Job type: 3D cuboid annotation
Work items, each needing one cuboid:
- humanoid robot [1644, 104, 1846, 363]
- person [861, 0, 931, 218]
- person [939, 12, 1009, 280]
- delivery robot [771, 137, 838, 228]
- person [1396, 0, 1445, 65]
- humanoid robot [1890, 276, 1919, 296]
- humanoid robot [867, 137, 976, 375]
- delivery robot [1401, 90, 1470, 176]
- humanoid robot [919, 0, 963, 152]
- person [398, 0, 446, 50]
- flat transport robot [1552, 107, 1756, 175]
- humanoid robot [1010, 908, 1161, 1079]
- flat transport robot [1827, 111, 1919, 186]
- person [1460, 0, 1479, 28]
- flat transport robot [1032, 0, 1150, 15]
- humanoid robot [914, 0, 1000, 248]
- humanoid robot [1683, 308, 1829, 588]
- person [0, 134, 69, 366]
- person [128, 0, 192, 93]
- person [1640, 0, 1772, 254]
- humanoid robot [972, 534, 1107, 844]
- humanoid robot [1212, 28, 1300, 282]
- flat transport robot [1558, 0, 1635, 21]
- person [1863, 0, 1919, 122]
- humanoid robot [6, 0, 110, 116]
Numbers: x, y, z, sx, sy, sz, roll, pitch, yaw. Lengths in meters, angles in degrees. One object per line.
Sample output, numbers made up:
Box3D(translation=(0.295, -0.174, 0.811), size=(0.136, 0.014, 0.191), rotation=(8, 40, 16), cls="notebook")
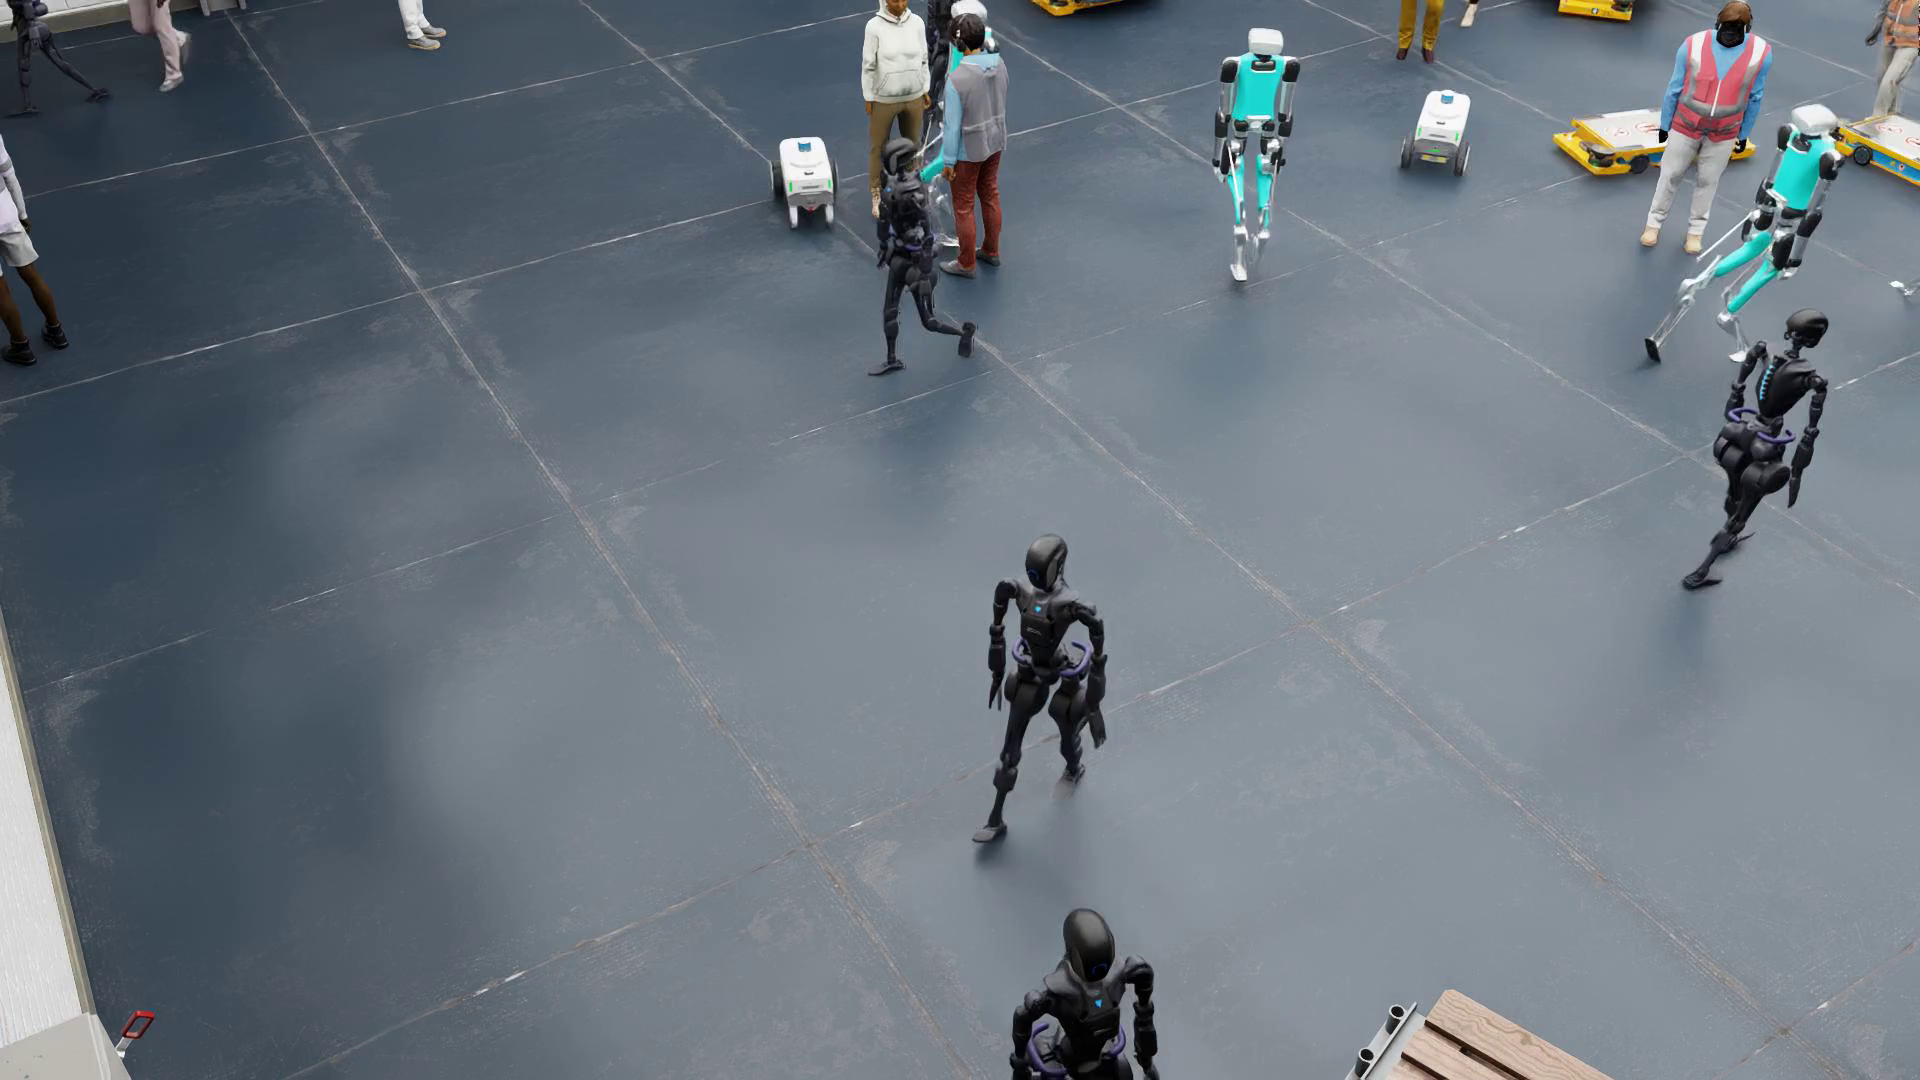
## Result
Box3D(translation=(4.848, -1.840, 10.443), size=(0.962, 1.768, 0.532), rotation=(-8, 39, -10), cls="humanoid robot")
Box3D(translation=(-0.473, -3.241, 12.175), size=(0.517, 1.768, 0.374), rotation=(-12, 40, -15), cls="person")
Box3D(translation=(0.103, -2.663, 11.364), size=(0.416, 1.871, 0.541), rotation=(31, 48, 33), cls="person")
Box3D(translation=(-1.156, -2.745, 12.501), size=(0.499, 0.563, 0.738), rotation=(-6, 39, -8), cls="delivery robot")
Box3D(translation=(4.028, -4.992, 14.406), size=(0.555, 1.740, 0.449), rotation=(11, 40, 13), cls="person")
Box3D(translation=(6.732, -2.209, 10.916), size=(0.530, 1.790, 0.867), rotation=(1, 38, 1), cls="humanoid robot")
Box3D(translation=(-0.257, -1.808, 10.462), size=(0.721, 1.628, 0.611), rotation=(-22, 44, -26), cls="humanoid robot")
Box3D(translation=(3.807, -3.242, 13.168), size=(0.499, 0.614, 0.812), rotation=(13, 40, 15), cls="delivery robot")
Box3D(translation=(-0.097, -3.758, 12.929), size=(0.629, 1.641, 0.614), rotation=(-19, 42, -22), cls="humanoid robot")
Box3D(translation=(-4.909, -5.308, 14.690), size=(0.357, 1.885, 0.572), rotation=(-1, 38, -1), cls="person")
Box3D(translation=(5.573, -3.214, 13.347), size=(1.431, 0.231, 0.659), rotation=(-9, 39, -11), cls="flat transport robot")
Box3D(translation=(0.408, 1.843, 5.876), size=(0.603, 1.655, 0.737), rotation=(-15, 41, -18), cls="humanoid robot")
Box3D(translation=(7.583, -2.990, 13.064), size=(0.659, 0.231, 1.431), rotation=(-18, 42, -21), cls="flat transport robot")
Box3D(translation=(4.840, -5.674, 15.327), size=(0.529, 1.665, 0.823), rotation=(21, 43, 24), cls="person")
Box3D(translation=(1.380, -5.366, 16.063), size=(1.431, 0.231, 0.659), rotation=(-17, 42, -21), cls="flat transport robot")
Box3D(translation=(-0.161, -2.849, 11.709), size=(0.818, 1.790, 0.532), rotation=(-21, 43, -24), cls="humanoid robot")
Box3D(translation=(4.271, -0.500, 8.803), size=(0.681, 1.632, 0.594), rotation=(-16, 41, -19), cls="humanoid robot")
Box3D(translation=(-6.147, -2.003, 10.480), size=(0.357, 1.935, 0.543), rotation=(23, 44, 27), cls="person")
Box3D(translation=(-6.817, -4.727, 14.008), size=(0.567, 1.821, 0.514), rotation=(14, 40, 17), cls="person")
Box3D(translation=(5.235, -2.893, 11.690), size=(0.629, 1.836, 0.431), rotation=(13, 40, 16), cls="person")
Box3D(translation=(0.381, 0.668, 7.348), size=(0.591, 1.627, 0.761), rotation=(17, 42, 21), cls="humanoid robot")
Box3D(translation=(2.005, -2.477, 11.263), size=(0.540, 1.811, 0.774), rotation=(-3, 38, -4), cls="humanoid robot")
Box3D(translation=(6.206, -5.394, 16.099), size=(0.659, 0.231, 1.431), rotation=(13, 40, 16), cls="flat transport robot")
Box3D(translation=(7.528, -3.970, 13.229), size=(0.609, 1.613, 0.533), rotation=(-13, 40, -16), cls="person")
Box3D(translation=(-7.631, -4.292, 13.628), size=(0.806, 1.632, 0.611), rotation=(-27, 46, -30), cls="humanoid robot")
